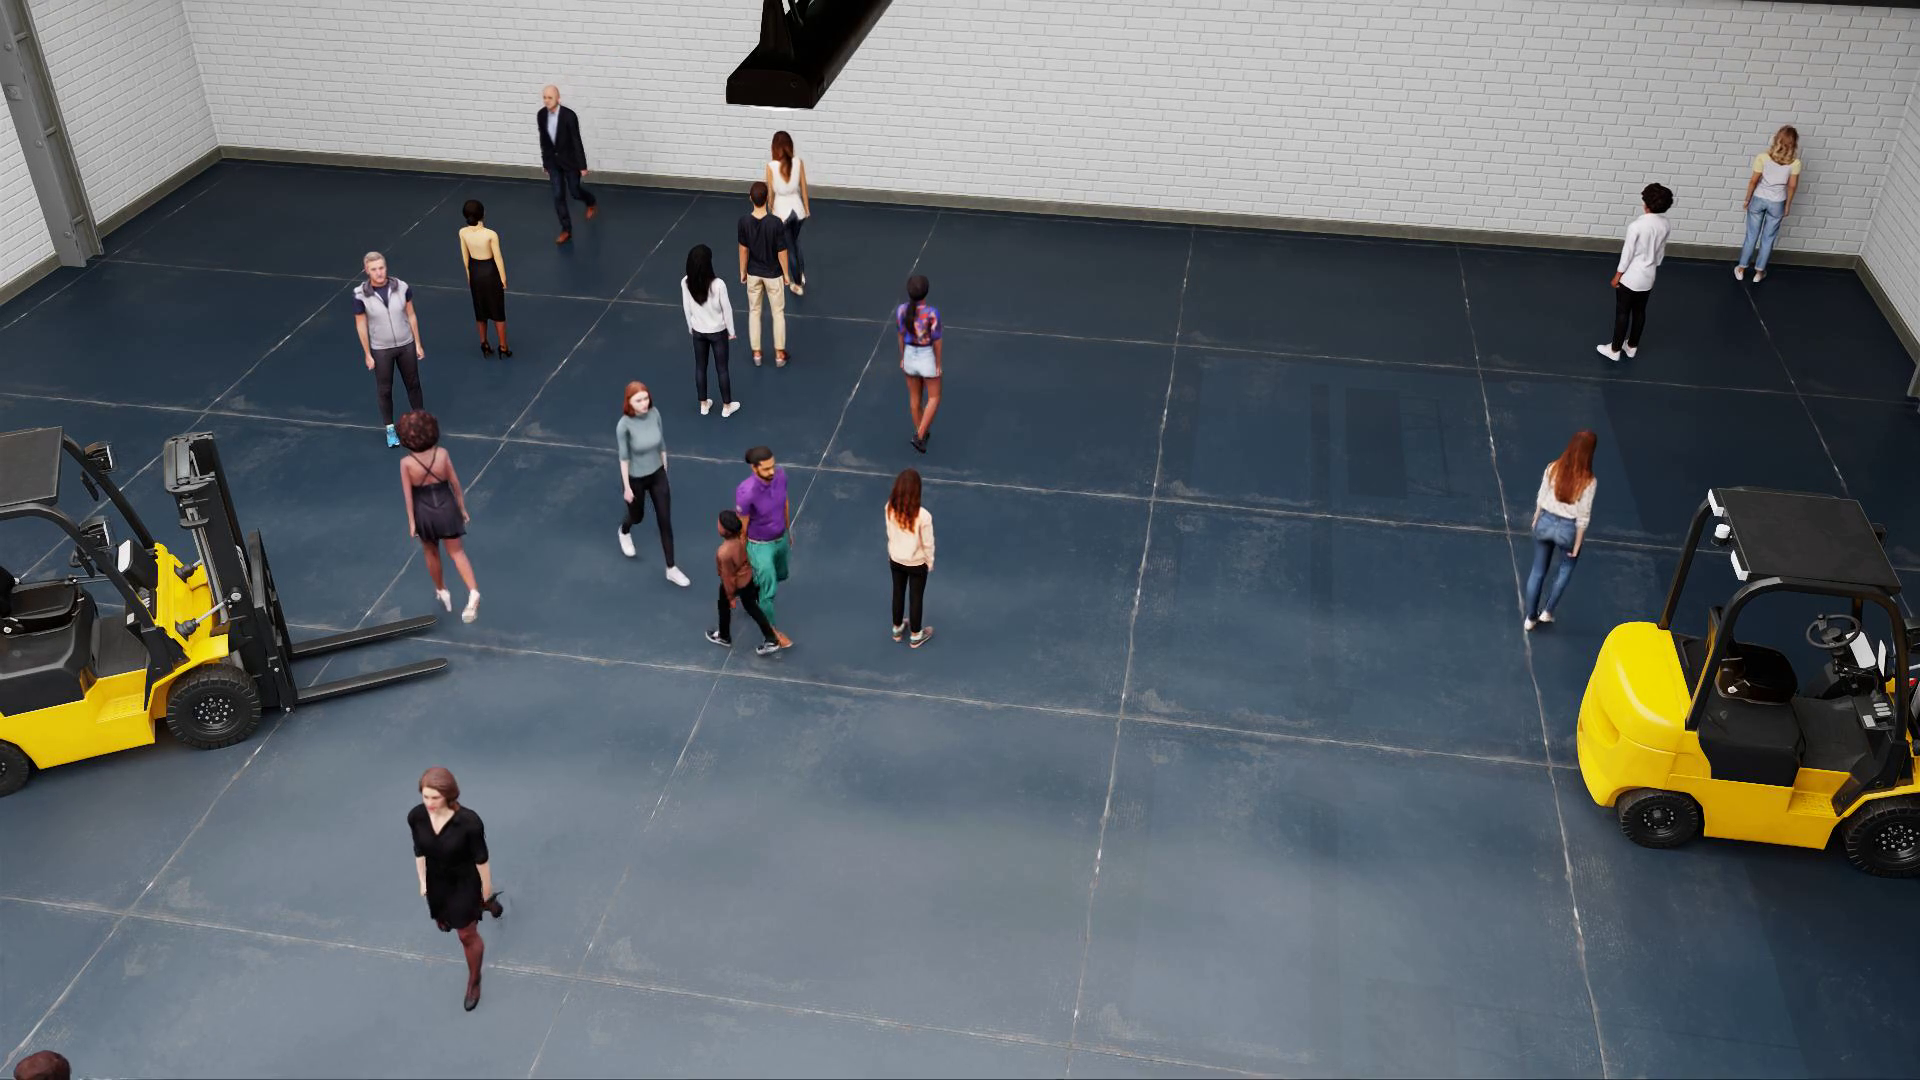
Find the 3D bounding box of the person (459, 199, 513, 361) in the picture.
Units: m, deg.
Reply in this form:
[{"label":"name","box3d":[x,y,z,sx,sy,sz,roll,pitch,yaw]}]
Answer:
[{"label":"person","box3d":[-4.658,-2.550,16.293,0.559,1.651,0.526,4,34,6]}]

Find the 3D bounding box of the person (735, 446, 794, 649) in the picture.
[{"label":"person","box3d":[-1.492,-0.004,12.381,0.984,1.743,0.979,20,39,28]}]

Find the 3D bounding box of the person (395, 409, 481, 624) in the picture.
[{"label":"person","box3d":[-3.912,-0.108,12.518,0.944,1.764,1.057,-18,38,-25]}]

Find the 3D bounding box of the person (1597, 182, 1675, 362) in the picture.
[{"label":"person","box3d":[6.634,-2.619,16.254,0.719,1.810,0.726,-10,35,-14]}]

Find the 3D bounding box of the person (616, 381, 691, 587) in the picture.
[{"label":"person","box3d":[-2.530,-0.483,13.130,1.102,1.711,1.100,-24,41,-32]}]

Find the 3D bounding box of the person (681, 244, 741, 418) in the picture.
[{"label":"person","box3d":[-2.315,-1.933,15.321,0.627,1.700,0.567,8,34,12]}]

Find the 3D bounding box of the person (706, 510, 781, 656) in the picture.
[{"label":"person","box3d":[-1.594,0.330,12.336,0.778,1.236,0.877,19,38,26]}]

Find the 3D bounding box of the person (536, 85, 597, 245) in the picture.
[{"label":"person","box3d":[-4.448,-4.294,18.804,0.750,1.777,1.064,9,35,13]}]

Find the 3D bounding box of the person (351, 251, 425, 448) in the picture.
[{"label":"person","box3d":[-5.099,-1.739,14.913,0.757,1.830,0.818,-21,39,-29]}]

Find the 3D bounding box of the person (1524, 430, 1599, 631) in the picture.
[{"label":"person","box3d":[4.445,-0.026,12.439,0.683,1.715,0.707,20,38,27]}]

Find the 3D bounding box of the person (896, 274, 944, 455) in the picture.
[{"label":"person","box3d":[-0.376,-1.508,14.653,0.673,1.733,0.878,11,35,16]}]

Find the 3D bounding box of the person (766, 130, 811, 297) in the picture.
[{"label":"person","box3d":[-1.757,-3.376,17.429,0.721,1.770,0.781,-19,38,-26]}]

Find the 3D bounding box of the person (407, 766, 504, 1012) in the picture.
[{"label":"person","box3d":[-2.864,1.915,9.544,0.605,1.687,0.873,6,34,9]}]

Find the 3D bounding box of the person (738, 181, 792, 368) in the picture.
[{"label":"person","box3d":[-1.895,-2.574,16.150,0.643,1.851,0.555,4,34,6]}]

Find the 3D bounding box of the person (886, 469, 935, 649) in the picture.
[{"label":"person","box3d":[-0.391,0.129,12.416,0.619,1.483,0.606,18,38,25]}]

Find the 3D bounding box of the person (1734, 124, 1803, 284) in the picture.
[{"label":"person","box3d":[8.654,-3.598,17.806,0.686,1.723,0.640,16,37,22]}]
